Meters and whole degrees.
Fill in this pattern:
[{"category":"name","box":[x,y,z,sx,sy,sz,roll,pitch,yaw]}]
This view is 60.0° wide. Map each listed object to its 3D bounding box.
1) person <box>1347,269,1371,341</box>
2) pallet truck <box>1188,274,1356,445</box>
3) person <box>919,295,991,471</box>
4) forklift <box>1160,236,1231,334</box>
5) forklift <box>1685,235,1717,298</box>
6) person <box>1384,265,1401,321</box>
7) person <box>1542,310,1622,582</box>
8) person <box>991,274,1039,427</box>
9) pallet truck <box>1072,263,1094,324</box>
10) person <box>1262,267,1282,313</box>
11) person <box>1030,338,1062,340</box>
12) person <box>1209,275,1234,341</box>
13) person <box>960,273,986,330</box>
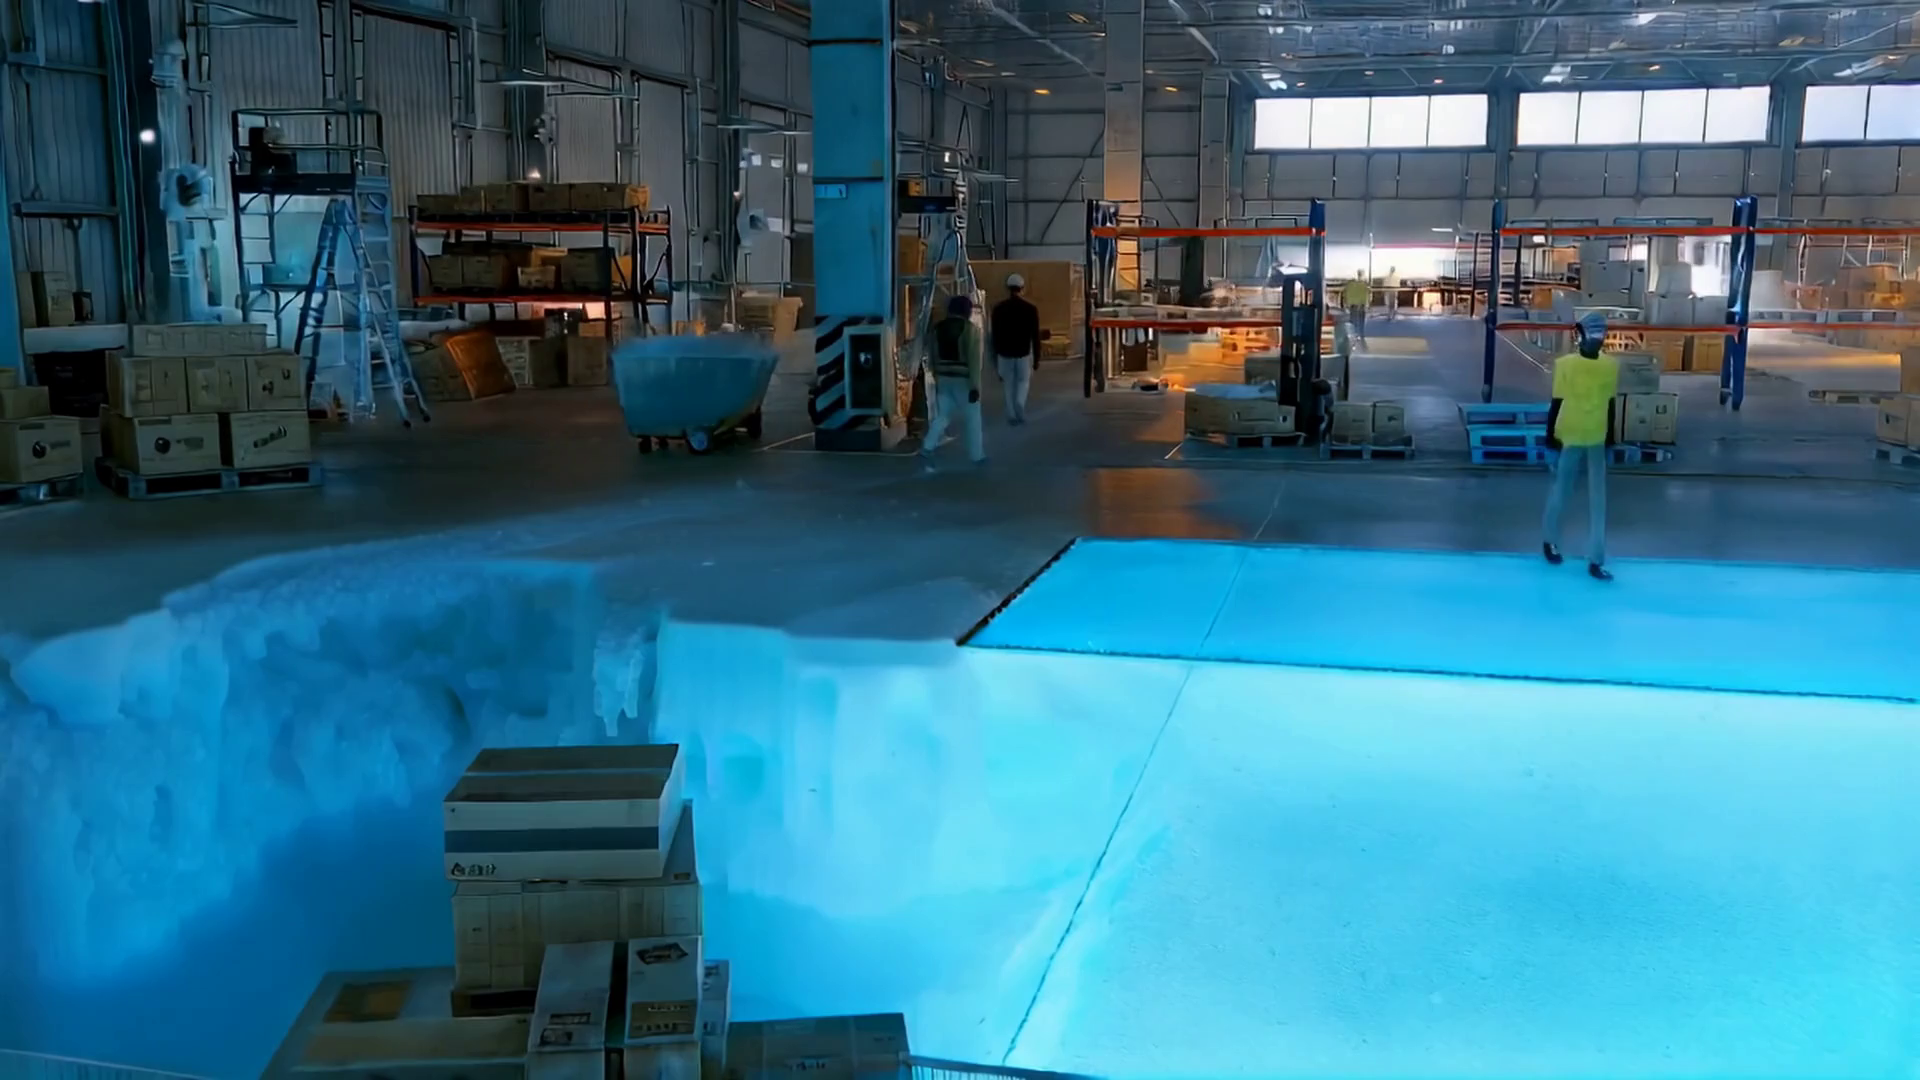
[{"category":"person","box":[10.443,-6.166,43.657,0.639,1.895,1.041,1,10,4]},{"category":"pallet truck","box":[3.653,-2.138,19.590,1.885,1.965,0.823,-4,10,-20]},{"category":"person","box":[-0.055,-1.599,17.009,0.634,1.807,0.940,7,12,36]},{"category":"forklift","box":[6.655,-7.180,46.680,1.873,2.768,1.129,2,10,14]},{"category":"forklift","box":[21.806,-7.606,49.187,1.873,2.768,1.129,-3,10,-19]},{"category":"person","box":[14.891,-8.504,57.305,0.567,1.918,0.647,2,10,10]},{"category":"person","box":[4.291,-0.674,11.497,0.533,1.831,0.990,0,10,-1]},{"category":"person","box":[0.690,-2.404,21.231,0.626,1.975,0.591,2,10,9]},{"category":"pallet truck","box":[4.325,-8.180,55.162,0.823,1.965,1.885,6,11,31]},{"category":"person","box":[9.508,-7.399,50.841,0.634,1.910,0.927,-3,10,-17]},{"category":"person","box":[2.177,-5.952,42.616,0.953,1.793,0.535,-6,11,-30]},{"category":"person","box":[6.886,-6.038,43.384,0.866,1.697,0.512,-3,10,-16]},{"category":"person","box":[0.234,-4.483,33.806,0.583,1.862,0.755,-4,10,-20]}]
